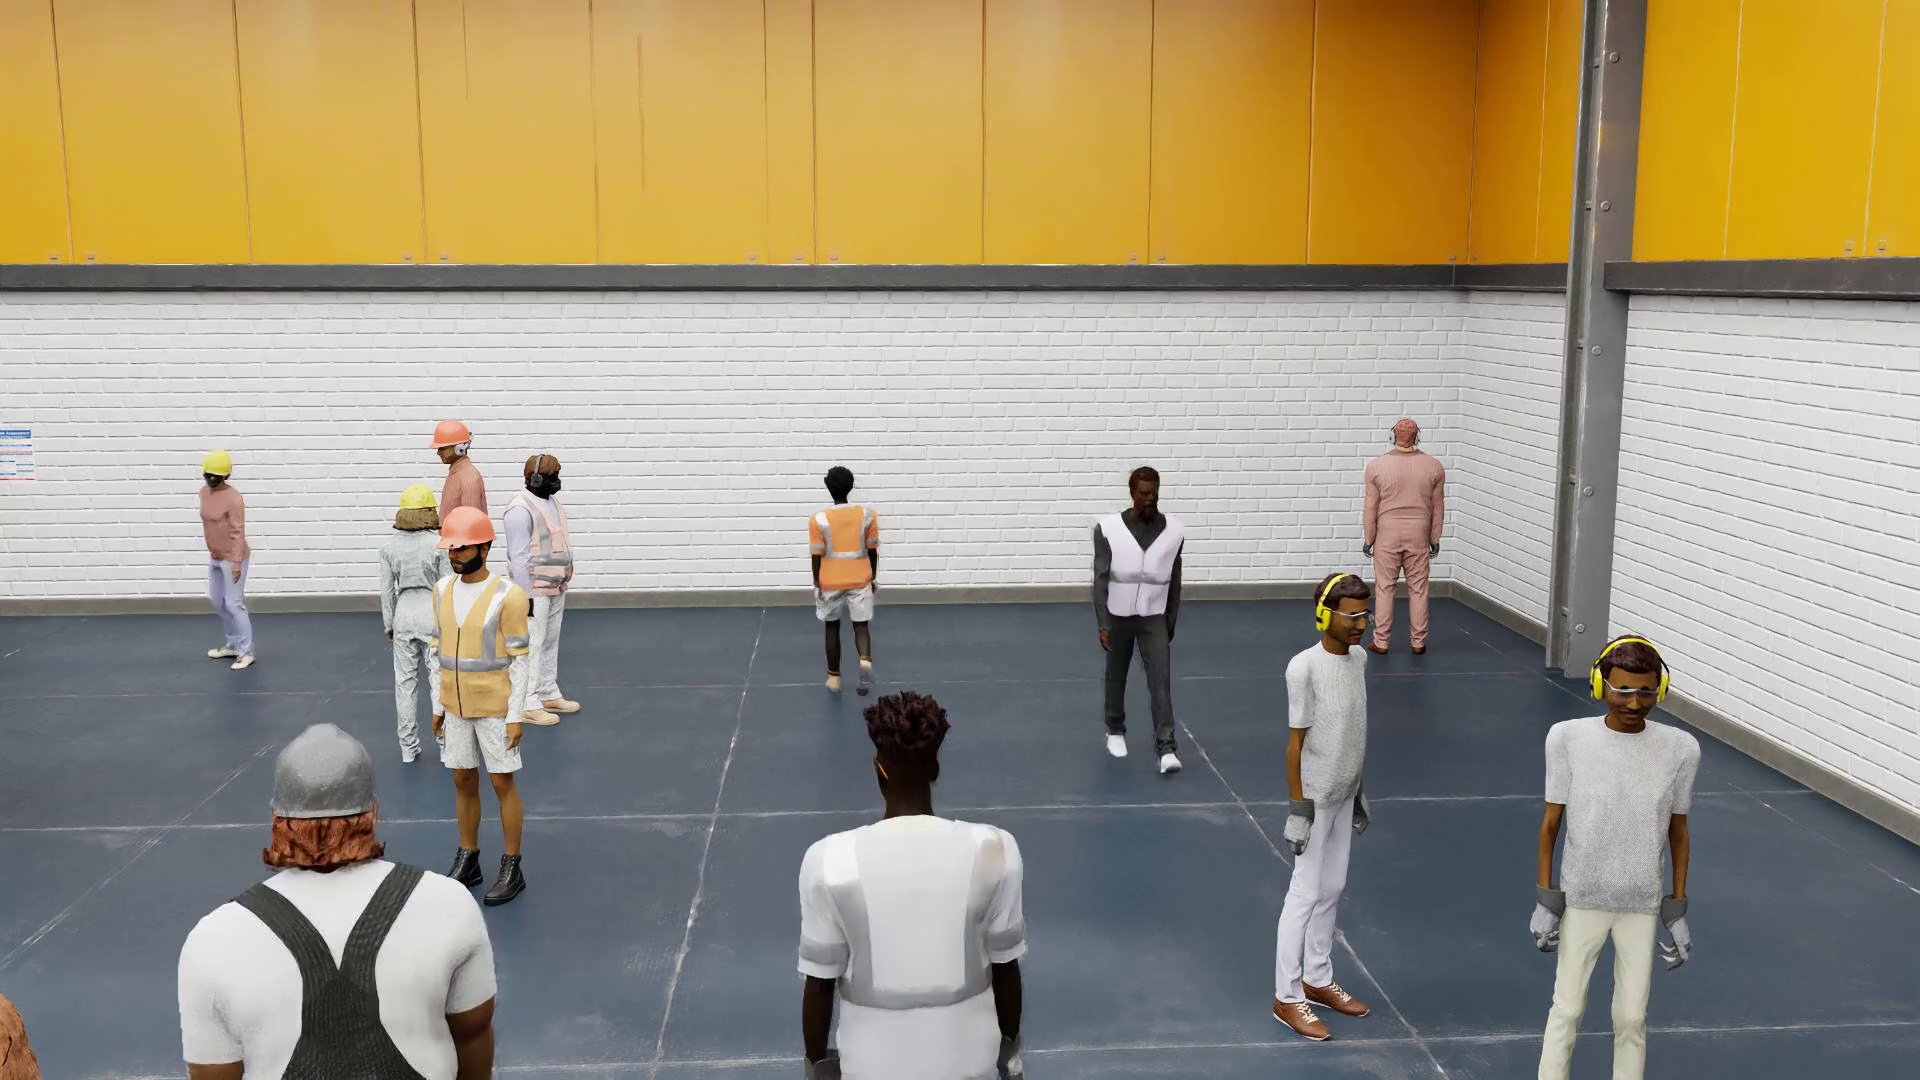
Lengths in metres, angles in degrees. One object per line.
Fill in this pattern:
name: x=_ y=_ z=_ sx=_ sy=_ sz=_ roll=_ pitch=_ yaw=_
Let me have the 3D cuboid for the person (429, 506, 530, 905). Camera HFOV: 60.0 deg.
person: x=-2.337 y=0.796 z=8.042 sx=0.543 sy=1.938 sz=0.357 roll=3 pitch=10 yaw=20

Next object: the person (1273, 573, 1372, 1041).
person: x=1.484 y=1.047 z=6.694 sx=0.309 sy=1.864 sz=0.535 roll=9 pitch=12 yaw=43

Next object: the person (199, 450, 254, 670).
person: x=-5.657 y=0.145 z=12.795 sx=0.622 sy=1.721 sz=0.447 roll=7 pitch=11 yaw=36

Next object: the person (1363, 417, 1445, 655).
person: x=3.529 y=-0.026 z=13.298 sx=0.643 sy=1.909 sz=0.410 roll=0 pitch=9 yaw=3

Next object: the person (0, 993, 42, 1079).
person: x=-1.939 y=1.692 z=3.363 sx=0.509 sy=1.632 sz=0.269 roll=-7 pitch=12 yaw=-38

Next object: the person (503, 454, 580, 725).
person: x=-2.840 y=0.326 z=11.326 sx=0.428 sy=1.836 sz=0.627 roll=2 pitch=9 yaw=13

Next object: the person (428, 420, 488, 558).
person: x=-3.691 y=0.096 z=12.309 sx=0.403 sy=1.982 sz=0.614 roll=-4 pitch=10 yaw=-26

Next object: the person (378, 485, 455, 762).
person: x=-3.350 y=0.523 z=10.376 sx=0.486 sy=1.740 sz=0.314 roll=1 pitch=9 yaw=5

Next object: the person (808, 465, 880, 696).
person: x=-0.817 y=0.305 z=11.921 sx=0.539 sy=1.679 sz=0.630 roll=-2 pitch=9 yaw=-15

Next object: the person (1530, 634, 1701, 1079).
person: x=2.176 y=1.230 z=5.555 sx=0.508 sy=1.865 sz=0.329 roll=2 pitch=9 yaw=11

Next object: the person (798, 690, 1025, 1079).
person: x=-0.111 y=1.374 z=4.385 sx=0.619 sy=1.950 sz=0.550 roll=-1 pitch=9 yaw=-7

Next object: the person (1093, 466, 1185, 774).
person: x=1.103 y=0.489 z=10.182 sx=0.598 sy=1.871 sz=1.025 roll=-1 pitch=9 yaw=-7
